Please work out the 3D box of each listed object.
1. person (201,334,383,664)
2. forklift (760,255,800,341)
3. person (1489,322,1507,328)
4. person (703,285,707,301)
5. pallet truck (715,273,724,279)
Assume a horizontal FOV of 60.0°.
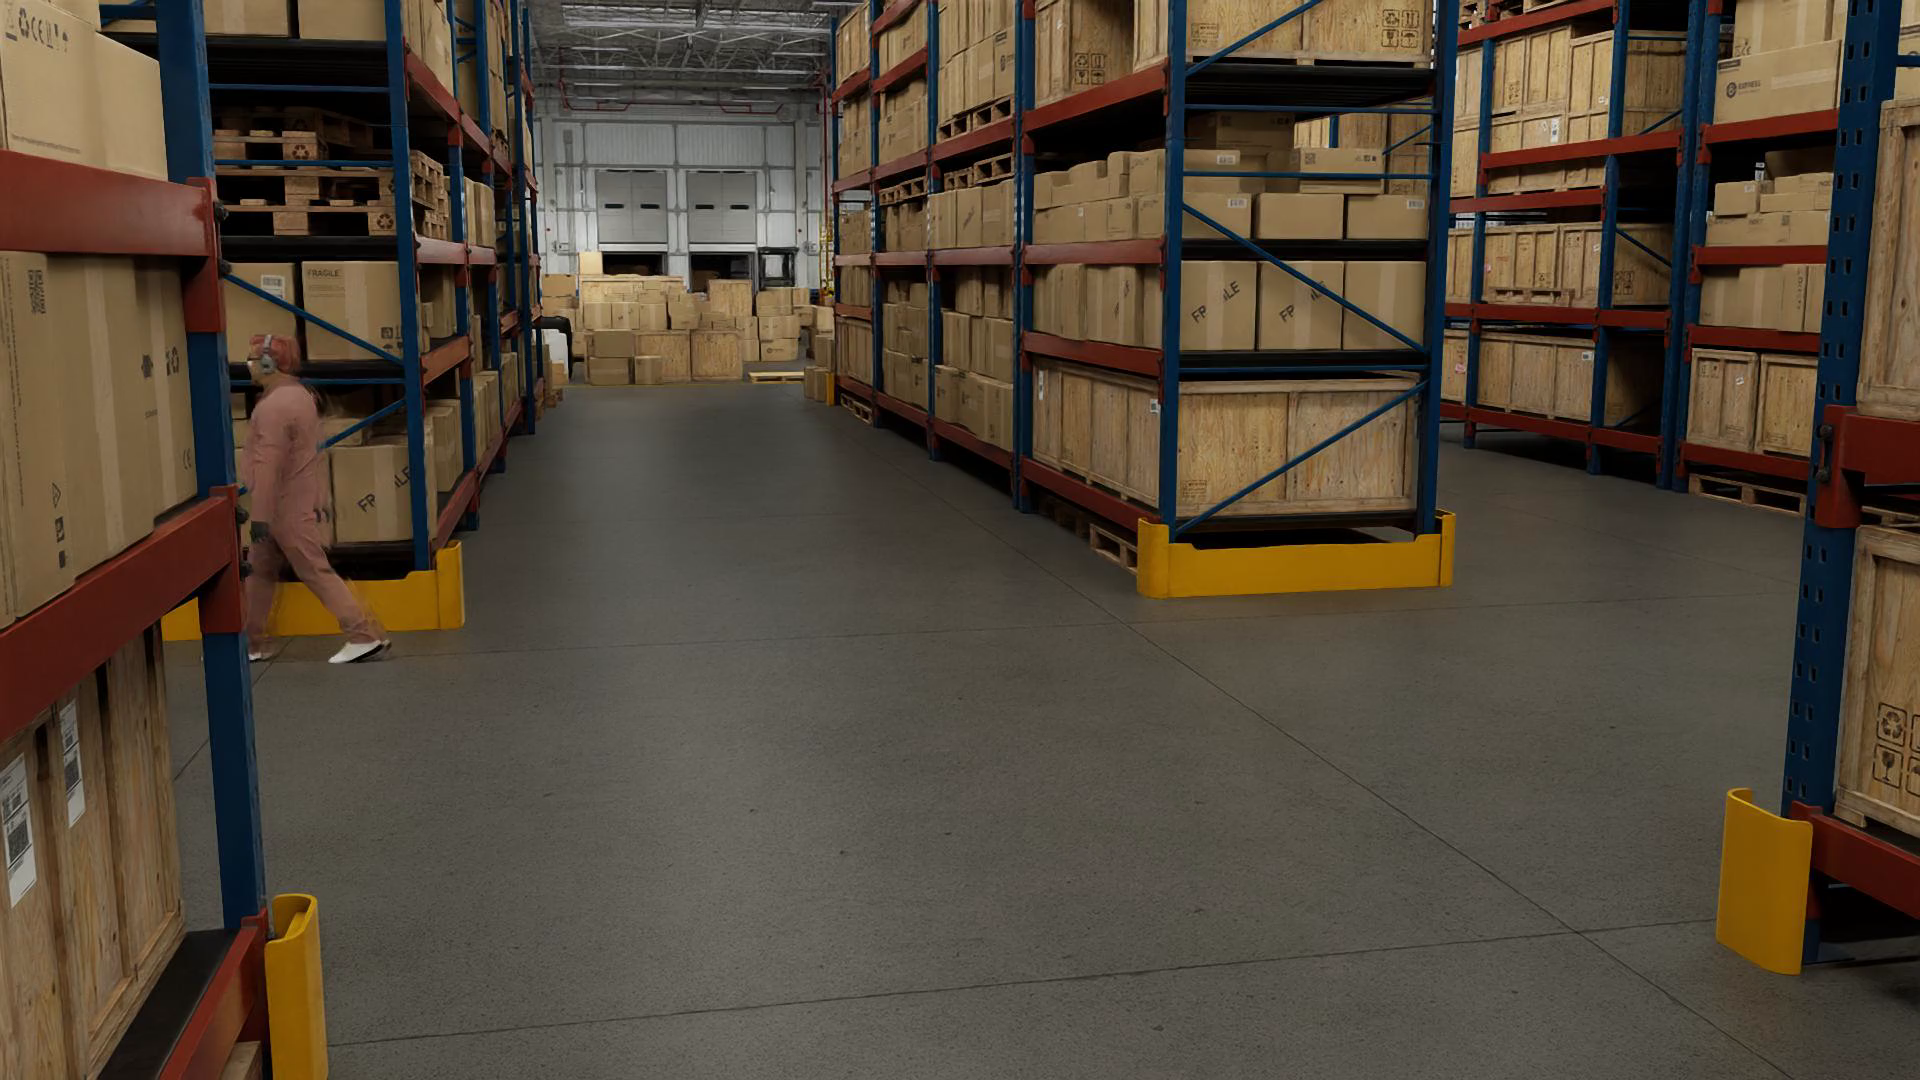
[{"bbox_3d":[-3.721,-0.212,9.227,0.977,1.865,0.659,-2,10,-12],"label":"person"},{"bbox_3d":[-5.569,-7.385,49.836,1.129,2.768,1.873,-3,10,-18],"label":"forklift"},{"bbox_3d":[10.064,-3.832,31.048,0.373,1.934,0.551,2,10,13],"label":"person"},{"bbox_3d":[-7.854,-7.179,52.256,0.780,1.670,0.535,-2,9,-9],"label":"person"},{"bbox_3d":[-8.580,-8.986,62.280,1.885,1.965,0.823,1,9,5],"label":"pallet truck"}]
